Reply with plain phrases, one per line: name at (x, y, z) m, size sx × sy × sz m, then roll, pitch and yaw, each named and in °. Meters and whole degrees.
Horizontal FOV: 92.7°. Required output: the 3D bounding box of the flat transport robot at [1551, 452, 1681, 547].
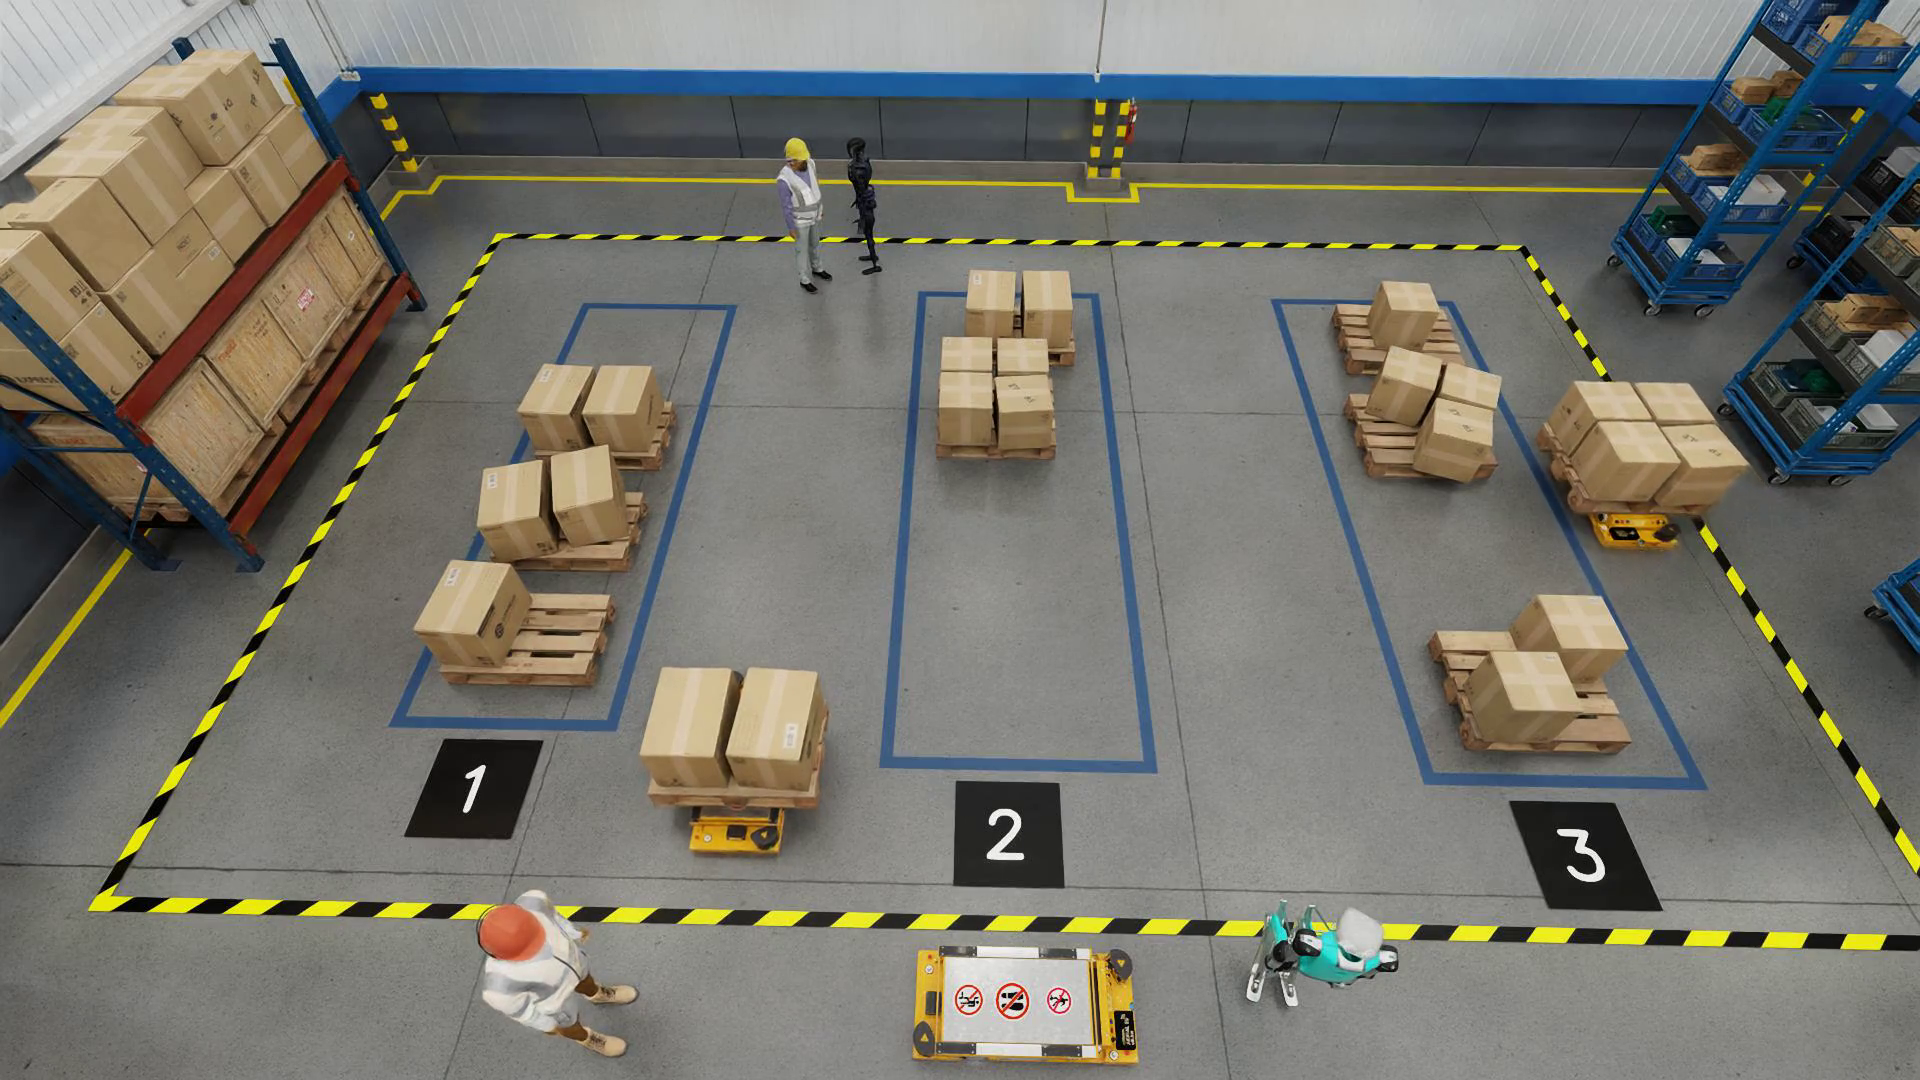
flat transport robot at (6.326, -0.546, 8.913) m, size 0.652 × 0.197 × 1.431 m, roll 1°, pitch 51°, yaw 1°

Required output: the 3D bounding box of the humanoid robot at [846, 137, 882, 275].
humanoid robot at (-1.135, -3.917, 10.762) m, size 0.315 × 1.655 × 0.599 m, roll -6°, pitch 51°, yaw -5°

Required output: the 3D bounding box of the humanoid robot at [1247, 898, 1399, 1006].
humanoid robot at (2.111, 2.380, 5.514) m, size 0.533 × 1.673 × 0.735 m, roll 9°, pitch 51°, yaw 7°

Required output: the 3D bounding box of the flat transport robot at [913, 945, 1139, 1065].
flat transport robot at (0.422, 3.041, 6.007) m, size 1.431 × 0.231 × 0.659 m, roll 1°, pitch 51°, yaw 1°

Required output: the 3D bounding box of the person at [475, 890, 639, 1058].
person at (-2.305, 2.516, 5.298) m, size 0.400 × 2.033 × 0.607 m, roll 2°, pitch 51°, yaw 2°

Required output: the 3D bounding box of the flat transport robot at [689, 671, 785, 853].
flat transport robot at (-1.636, 1.682, 7.097) m, size 0.652 × 0.197 × 1.431 m, roll 1°, pitch 51°, yaw 1°

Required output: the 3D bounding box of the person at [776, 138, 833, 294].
person at (-1.767, -3.717, 10.506) m, size 0.404 × 1.830 × 0.599 m, roll 25°, pitch 55°, yaw 19°
